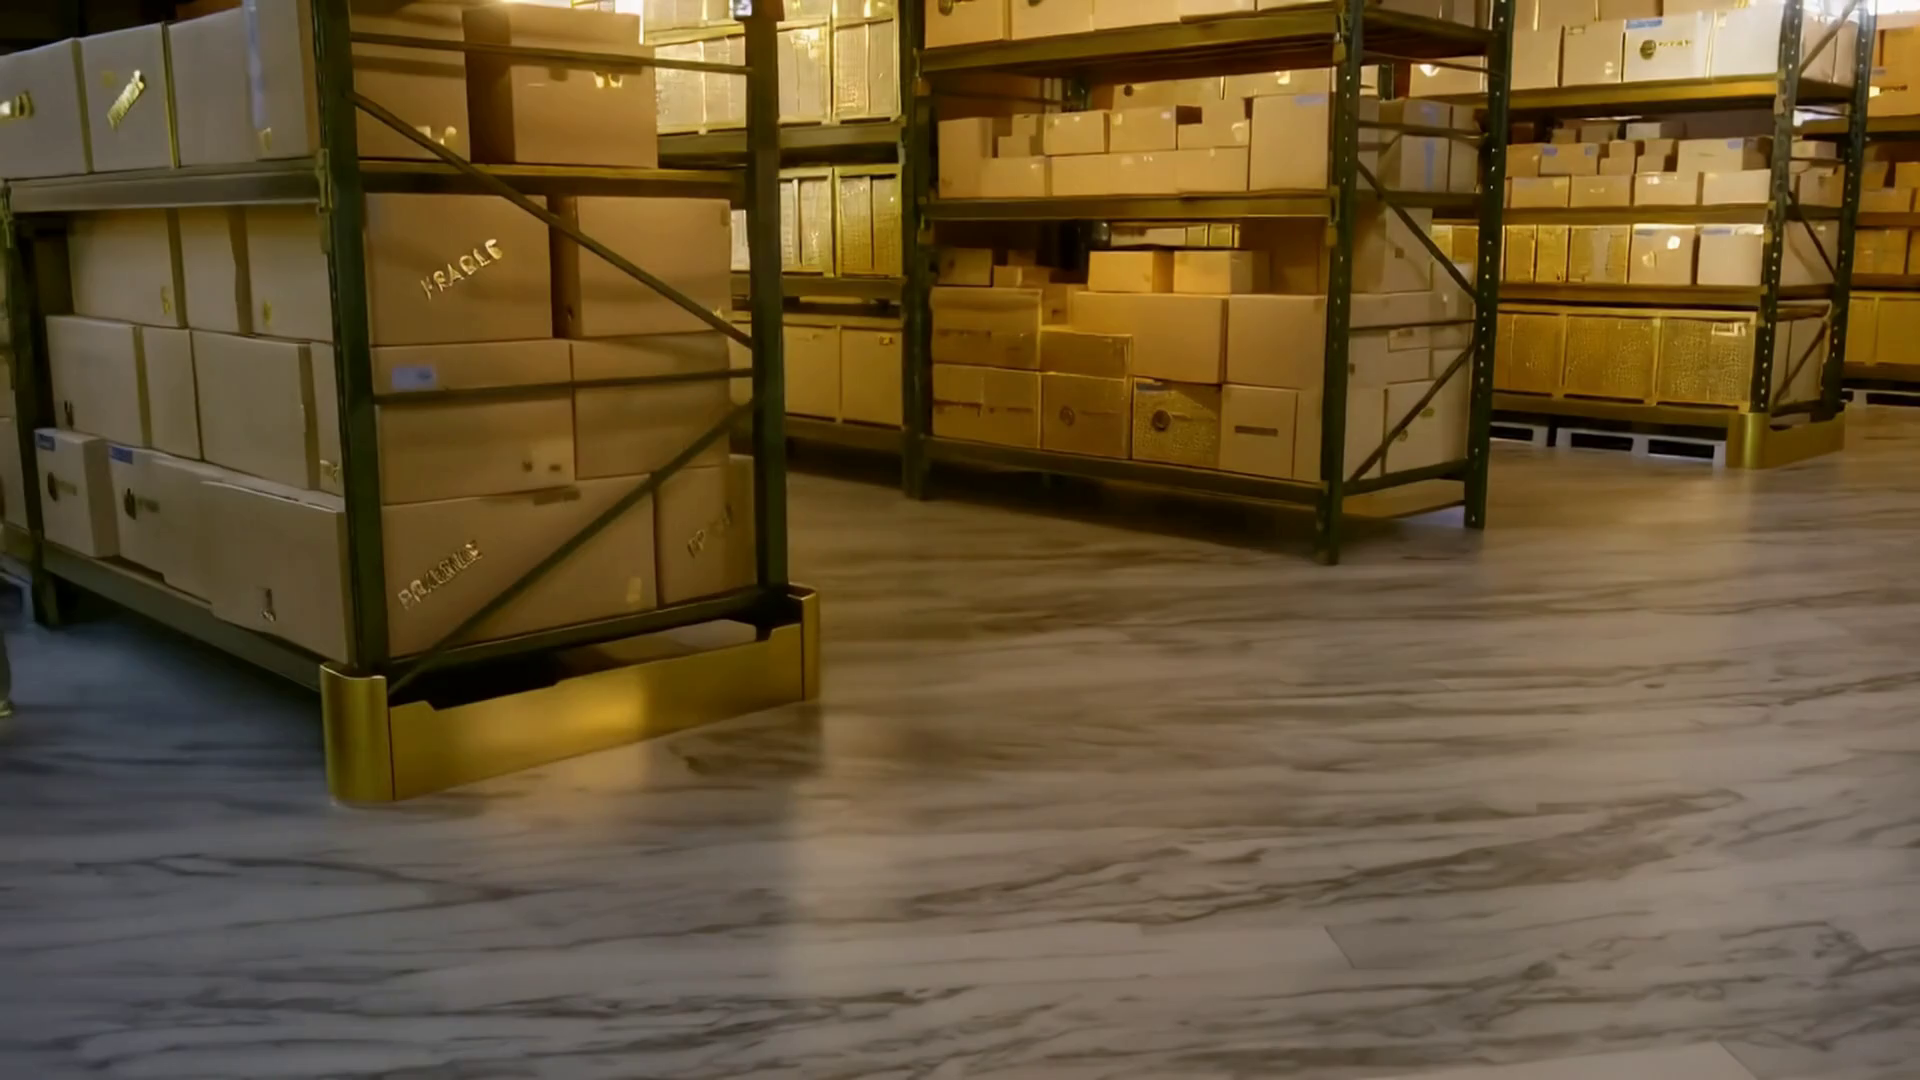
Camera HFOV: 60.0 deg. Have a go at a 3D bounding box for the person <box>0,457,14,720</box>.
[{"bbox_3d":[-4.430,-0.059,7.214,0.534,1.767,0.317,-9,14,-42],"label":"person"}]

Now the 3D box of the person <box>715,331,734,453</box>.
[{"bbox_3d":[-1.783,-0.663,10.369,0.656,1.811,0.777,-7,12,-33],"label":"person"}]
